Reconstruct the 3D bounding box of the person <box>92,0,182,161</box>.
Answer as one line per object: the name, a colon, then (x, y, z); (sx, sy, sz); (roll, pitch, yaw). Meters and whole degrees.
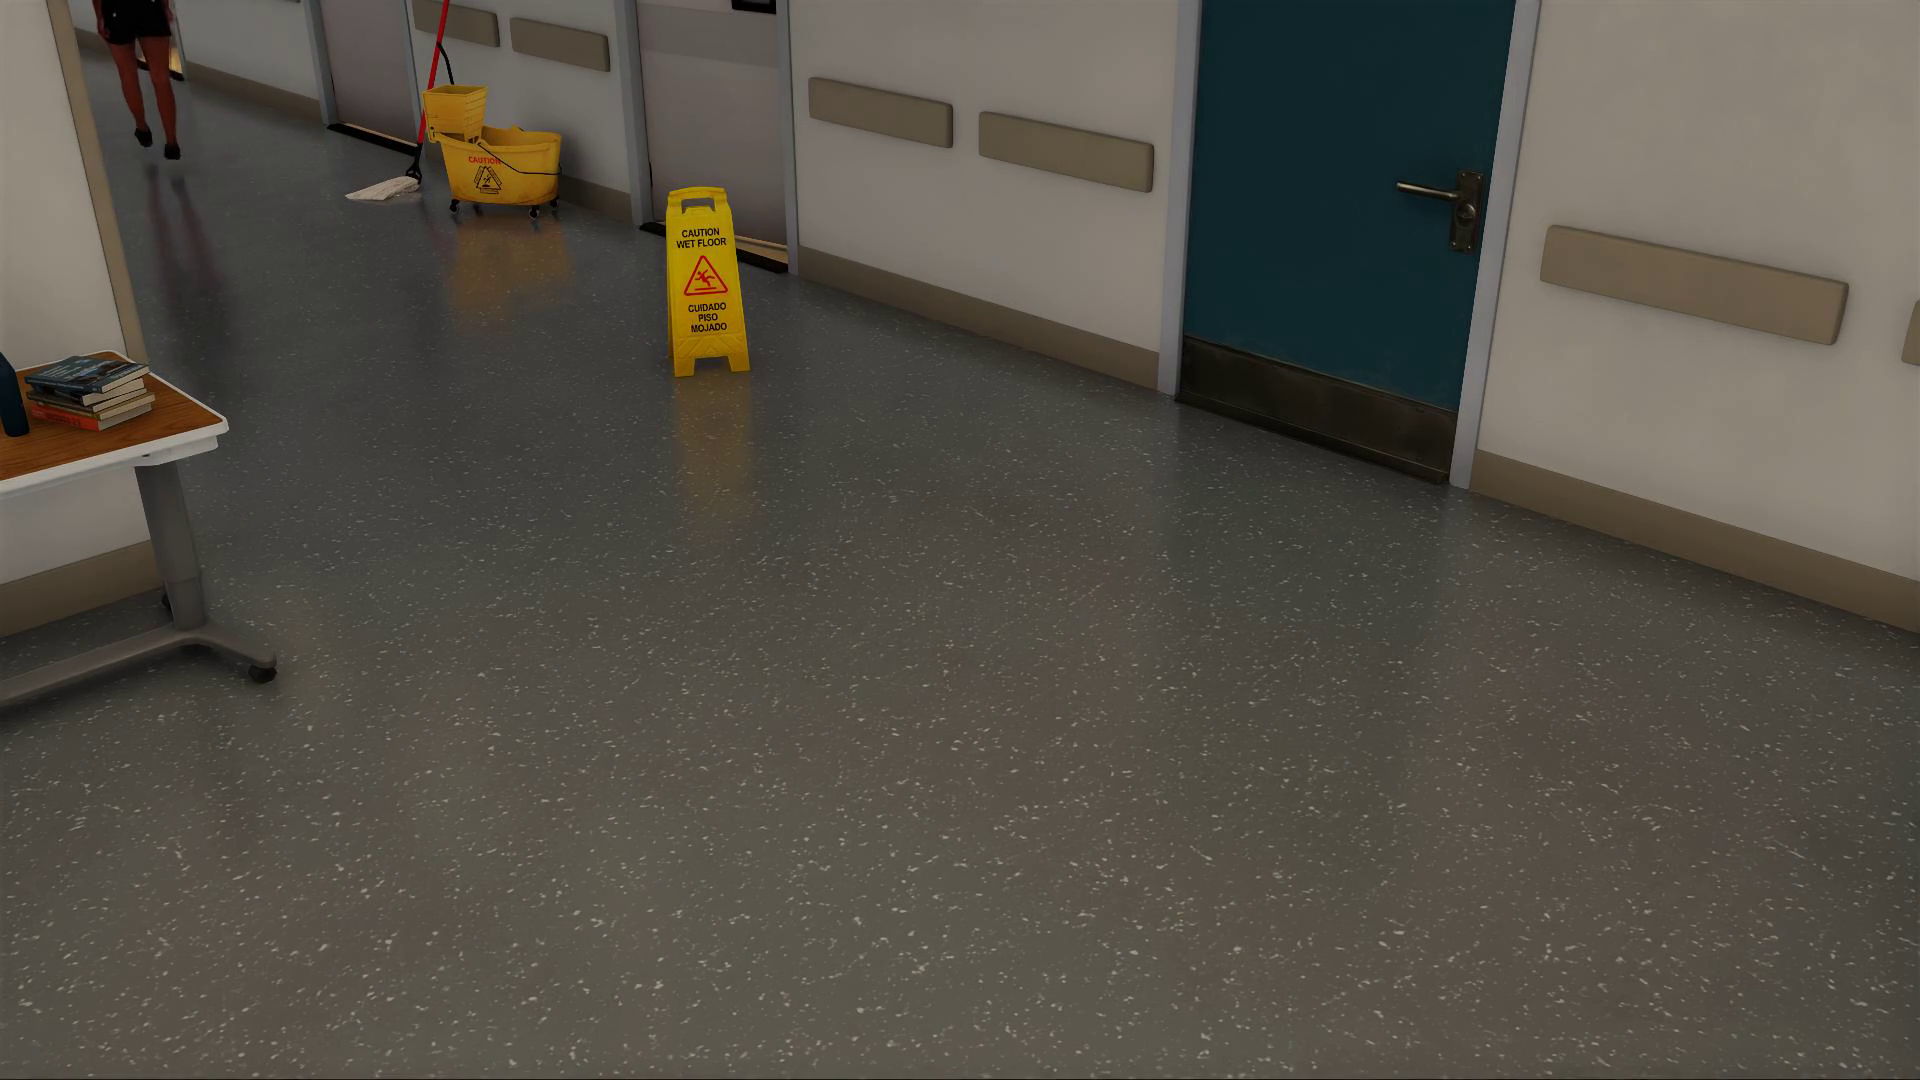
person: (-4.976, -3.116, 10.072); (0.832, 1.691, 1.251); (-14, 29, -27)
